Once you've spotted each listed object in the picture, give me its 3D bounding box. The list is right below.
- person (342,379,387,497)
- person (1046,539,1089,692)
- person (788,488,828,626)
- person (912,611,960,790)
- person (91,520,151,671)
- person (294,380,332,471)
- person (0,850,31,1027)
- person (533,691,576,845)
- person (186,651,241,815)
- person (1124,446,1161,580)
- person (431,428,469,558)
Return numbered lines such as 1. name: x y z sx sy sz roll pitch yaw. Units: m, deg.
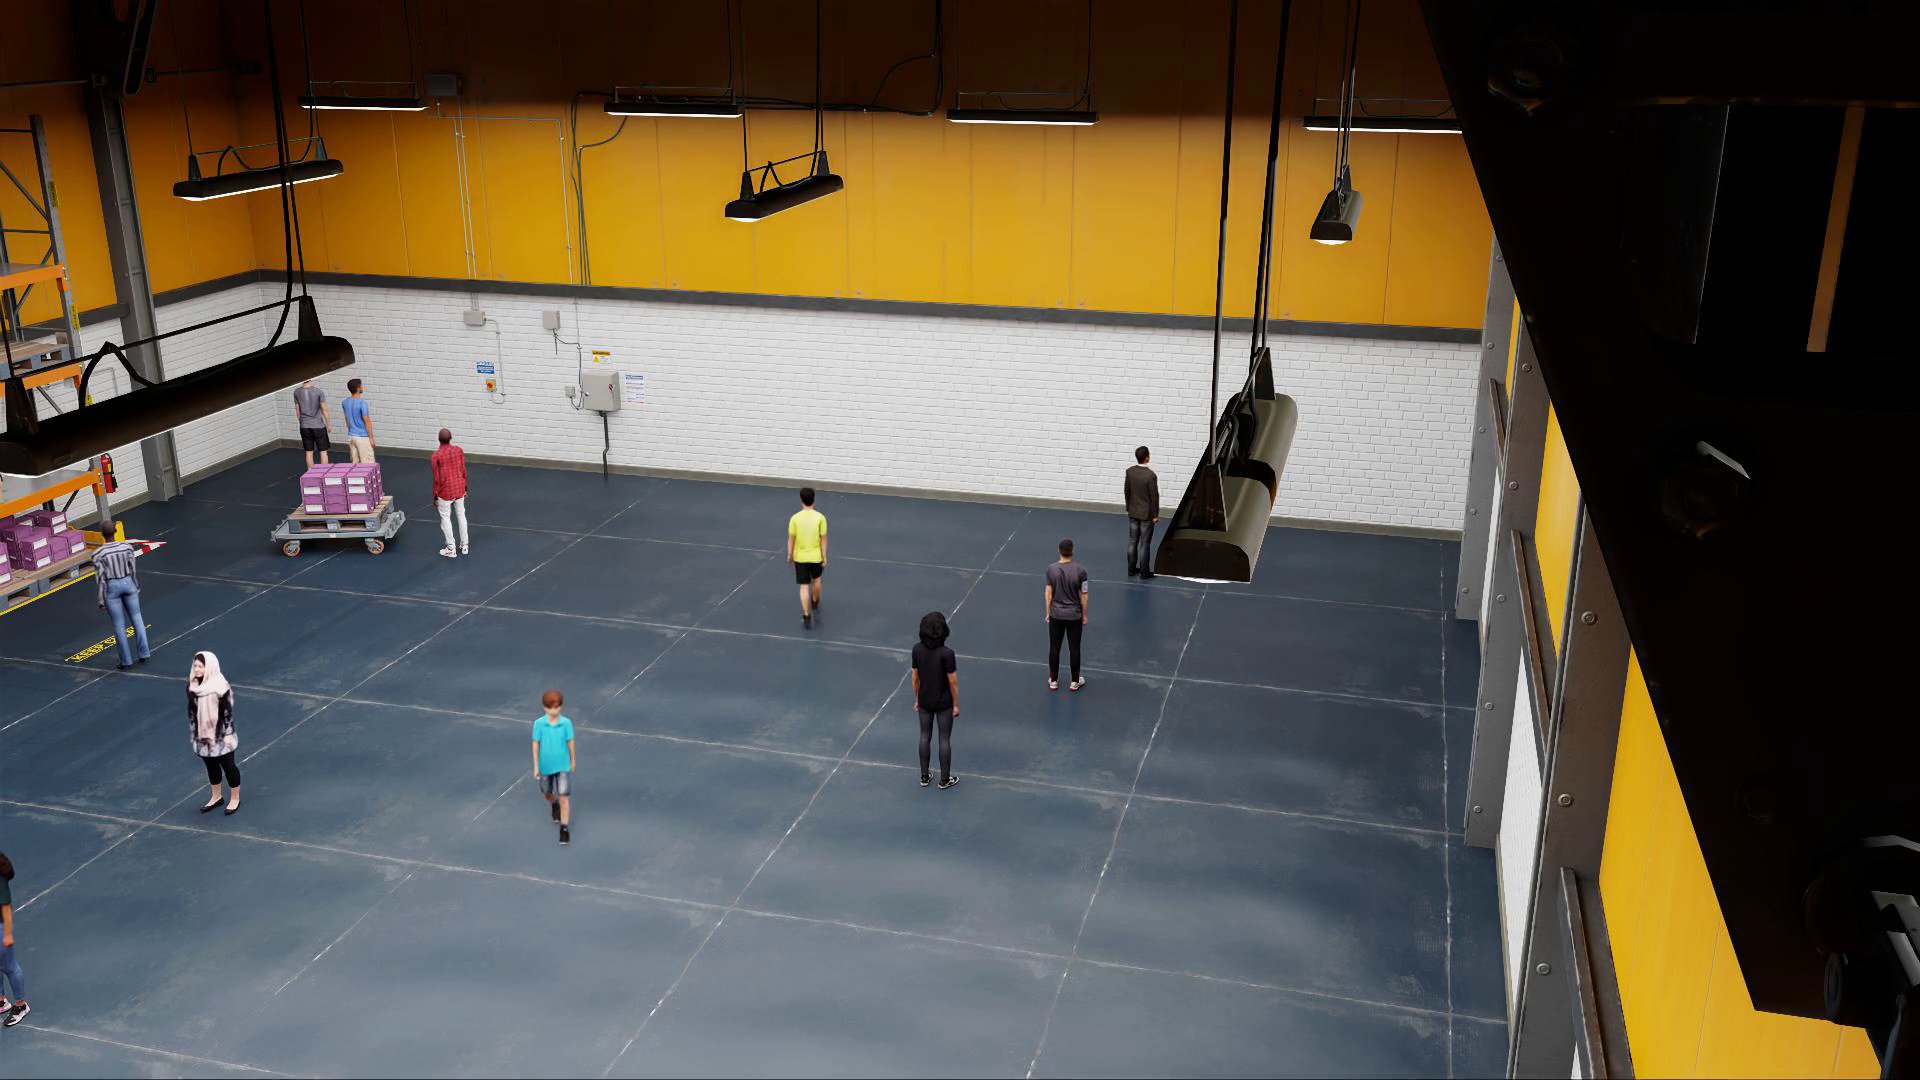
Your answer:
1. person: -9.239 -1.571 25.606 0.679 1.864 0.610 8 20 24
2. person: 1.182 0.835 18.619 0.643 1.764 0.562 3 19 10
3. person: -1.872 0.233 20.565 0.938 1.662 1.191 -3 19 -9
4. person: -0.248 1.563 16.343 0.659 1.836 0.575 8 20 21
5. person: -9.685 0.628 19.189 0.758 1.793 0.622 15 24 38
6. person: -10.229 -1.799 26.272 0.709 1.871 0.648 0 19 0
7. person: -7.373 2.922 12.654 0.609 1.616 0.601 7 20 19
8. person: -3.787 2.060 15.507 0.728 1.429 0.982 -2 19 -5
9. person: -7.128 1.820 15.891 0.618 1.638 0.608 4 19 13
10. person: 2.419 -0.381 22.166 0.753 1.804 0.717 16 24 39
11. person: -7.051 -0.678 23.023 0.705 1.820 0.816 -17 25 -41
